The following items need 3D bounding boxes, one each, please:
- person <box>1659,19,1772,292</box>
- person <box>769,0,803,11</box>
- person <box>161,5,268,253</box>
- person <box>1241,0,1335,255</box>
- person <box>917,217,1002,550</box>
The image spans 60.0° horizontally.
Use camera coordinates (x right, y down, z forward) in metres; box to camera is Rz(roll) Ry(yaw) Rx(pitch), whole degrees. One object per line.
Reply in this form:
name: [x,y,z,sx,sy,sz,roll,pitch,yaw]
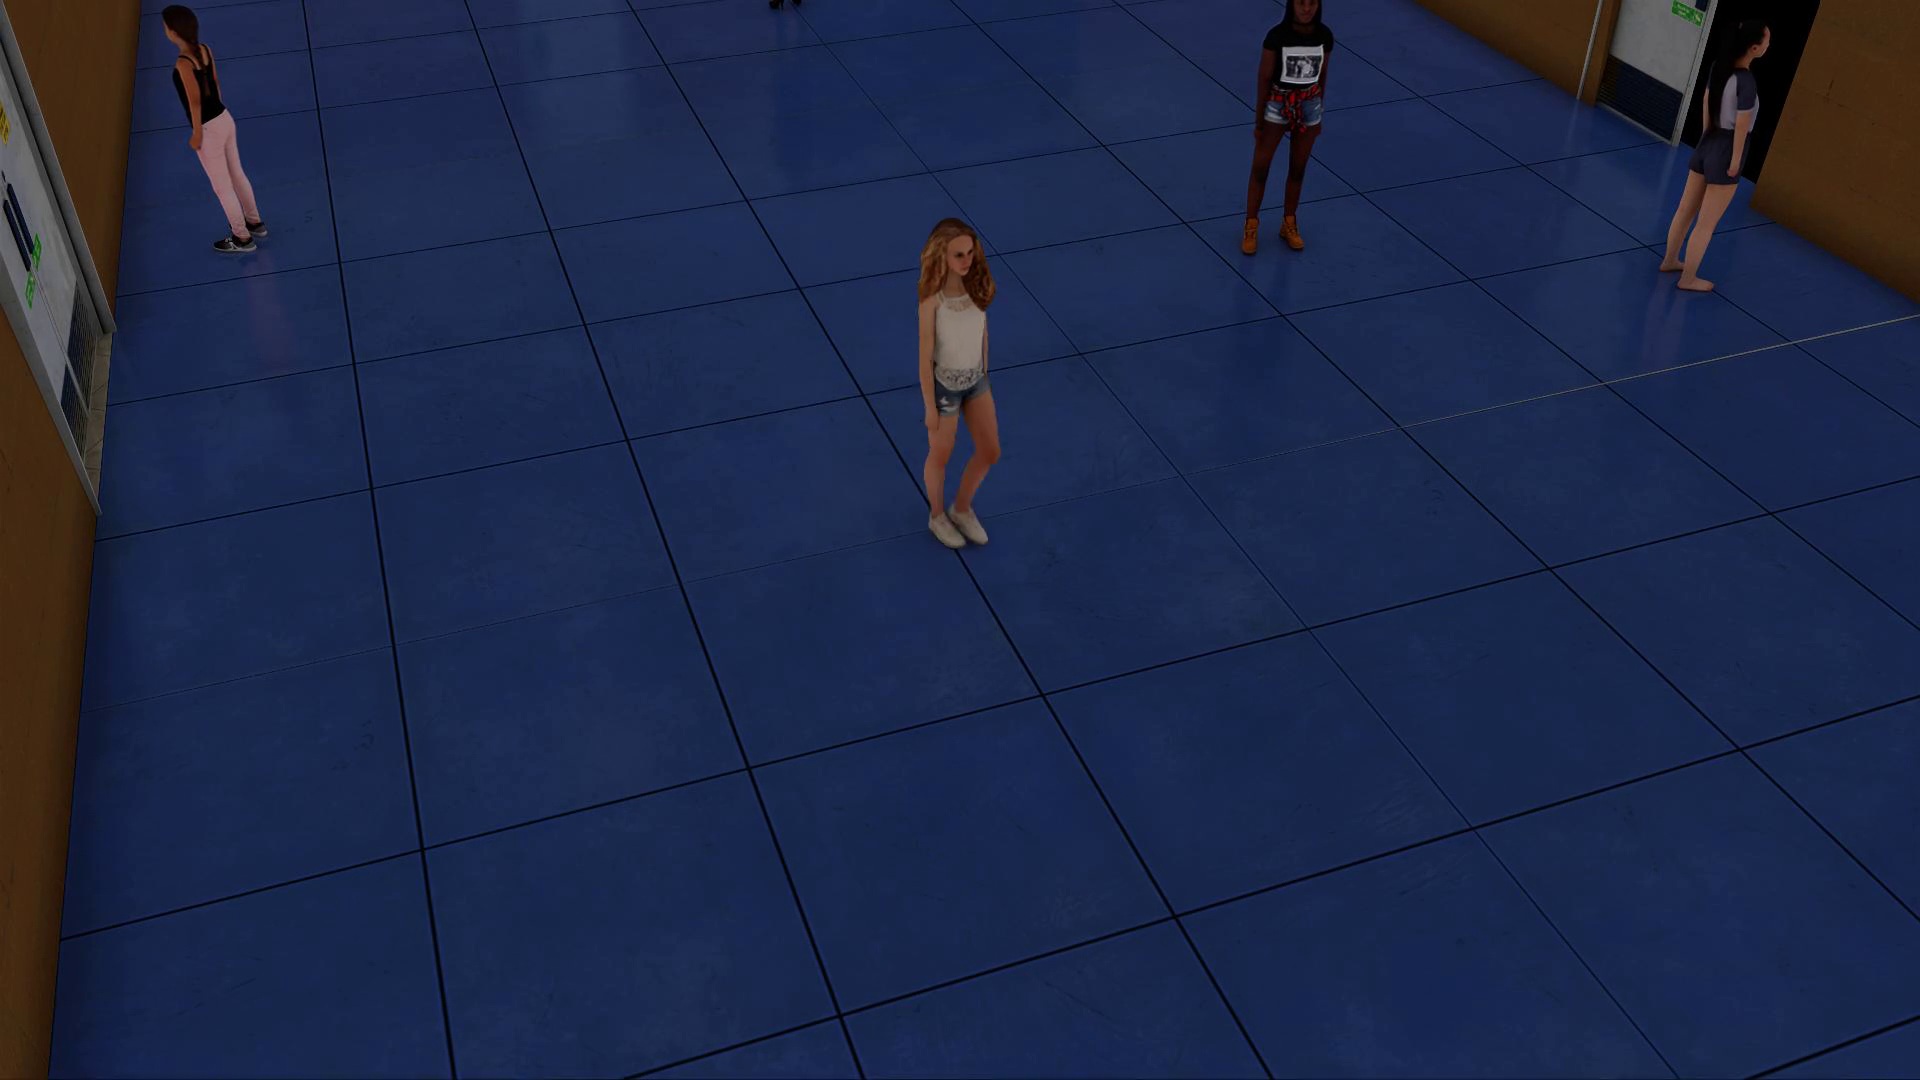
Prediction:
person: [4.526,-2.299,9.953,0.583,1.651,0.632,-5,37,-7]
person: [-1.503,-5.320,13.917,0.486,1.706,0.677,-19,41,-23]
person: [-4.668,-2.566,10.380,0.624,1.564,0.610,4,37,5]
person: [2.042,-2.619,10.316,0.597,1.727,0.721,-5,37,-7]
person: [-0.094,-0.738,7.789,0.665,1.751,0.765,-28,45,-32]
